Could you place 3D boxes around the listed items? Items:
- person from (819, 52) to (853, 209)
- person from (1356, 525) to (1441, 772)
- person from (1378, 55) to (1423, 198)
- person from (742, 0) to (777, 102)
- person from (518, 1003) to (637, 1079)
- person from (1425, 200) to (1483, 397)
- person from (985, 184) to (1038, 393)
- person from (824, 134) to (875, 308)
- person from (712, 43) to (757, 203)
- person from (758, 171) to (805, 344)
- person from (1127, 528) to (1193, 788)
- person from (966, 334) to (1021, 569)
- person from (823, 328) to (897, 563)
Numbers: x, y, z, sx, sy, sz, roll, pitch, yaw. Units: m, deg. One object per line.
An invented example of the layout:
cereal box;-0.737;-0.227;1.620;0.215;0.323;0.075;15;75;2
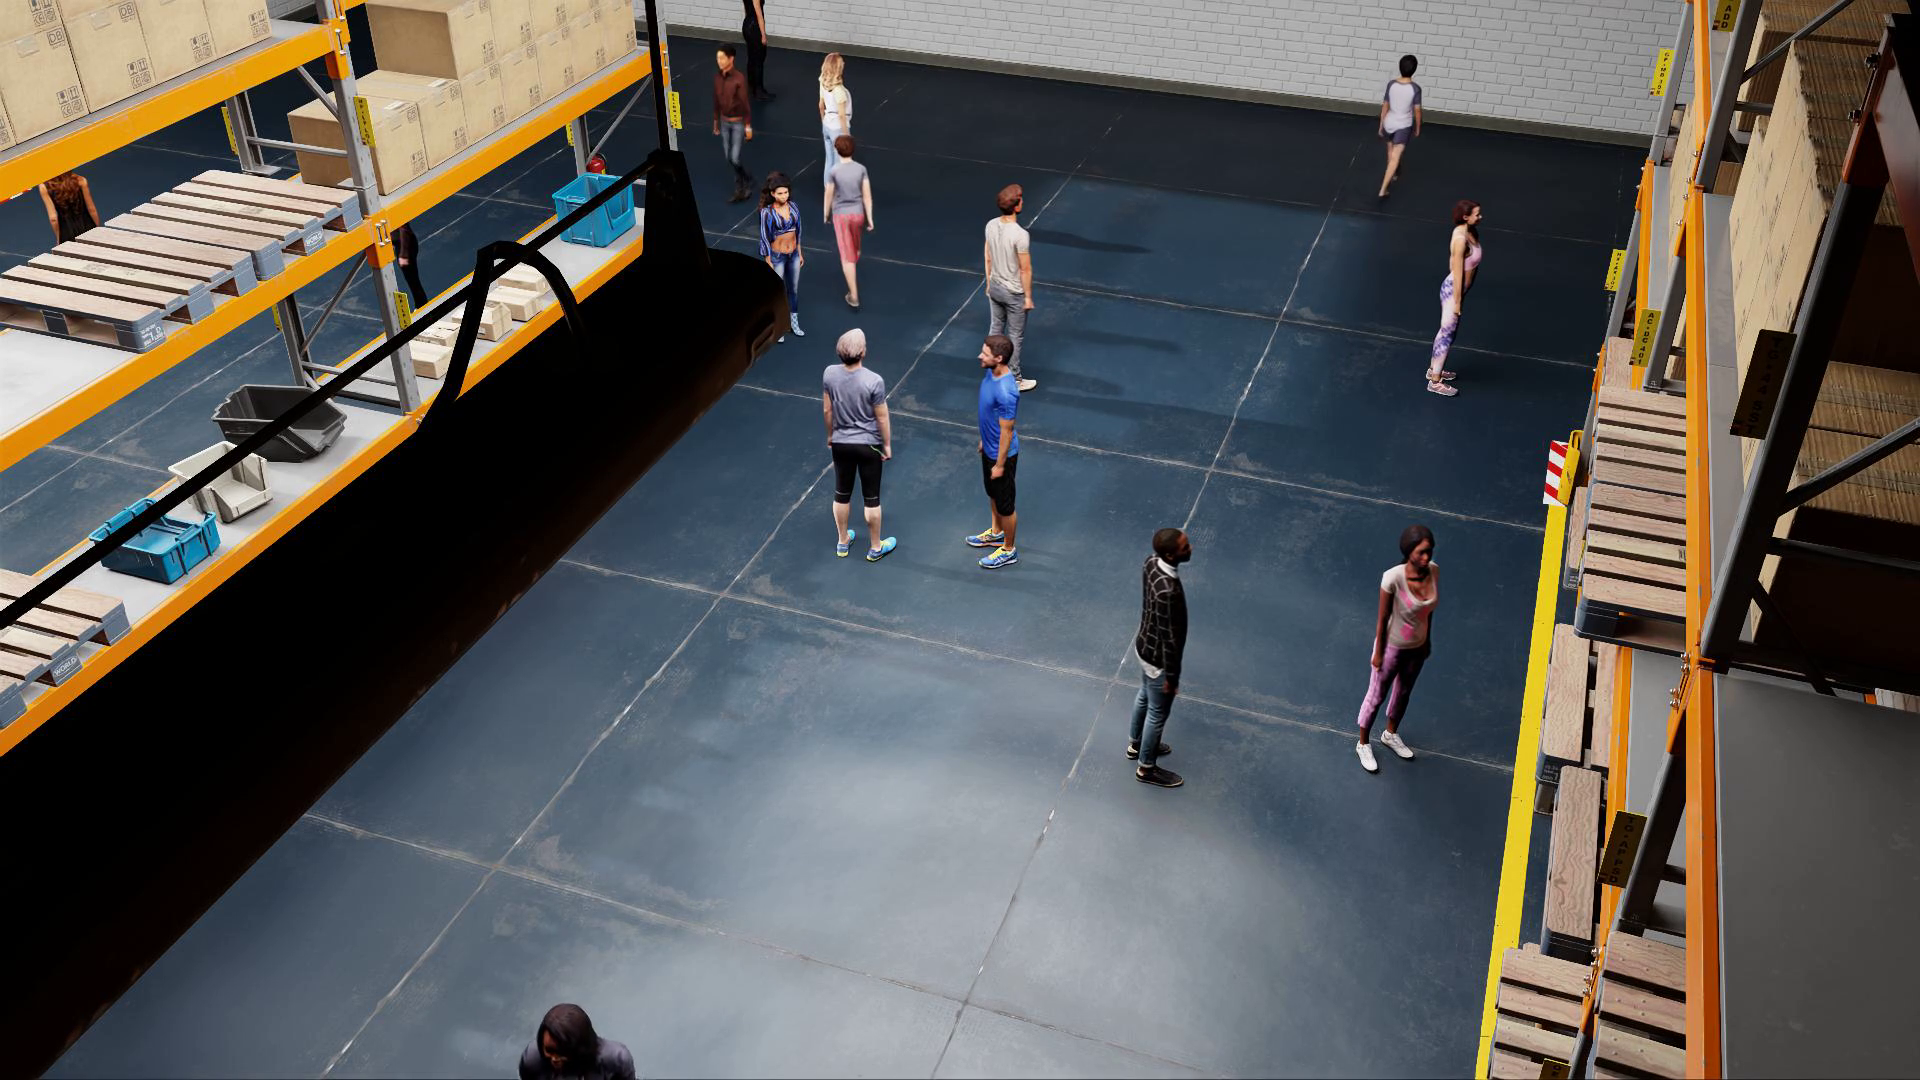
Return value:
person;-1.346;-4.426;18.038;0.726;1.722;0.705;-21;39;-29
person;2.746;0.658;10.372;0.649;1.742;0.707;-14;36;-20
person;4.833;-4.550;18.411;0.768;1.516;1.078;22;40;30
person;-2.604;-6.440;21.098;0.730;1.689;0.684;-18;38;-25
person;-1.669;2.646;7.519;0.764;1.590;0.753;2;34;3
person;4.341;-2.148;14.571;0.667;1.767;0.492;8;34;11
person;0.417;-2.188;14.512;0.740;1.898;0.712;28;43;35
person;-1.063;-3.046;16.073;1.043;1.601;1.214;-9;35;-13
person;-2.414;-4.566;18.207;0.755;1.769;0.752;23;40;30
person;-1.639;-2.622;15.418;0.665;1.618;0.765;-23;40;-30
person;1.218;0.695;10.245;0.802;1.820;0.656;-3;34;-5
person;0.292;-0.675;12.261;0.766;1.870;0.680;-9;35;-13
person;-0.761;-0.700;12.283;0.655;1.888;0.544;11;35;16
